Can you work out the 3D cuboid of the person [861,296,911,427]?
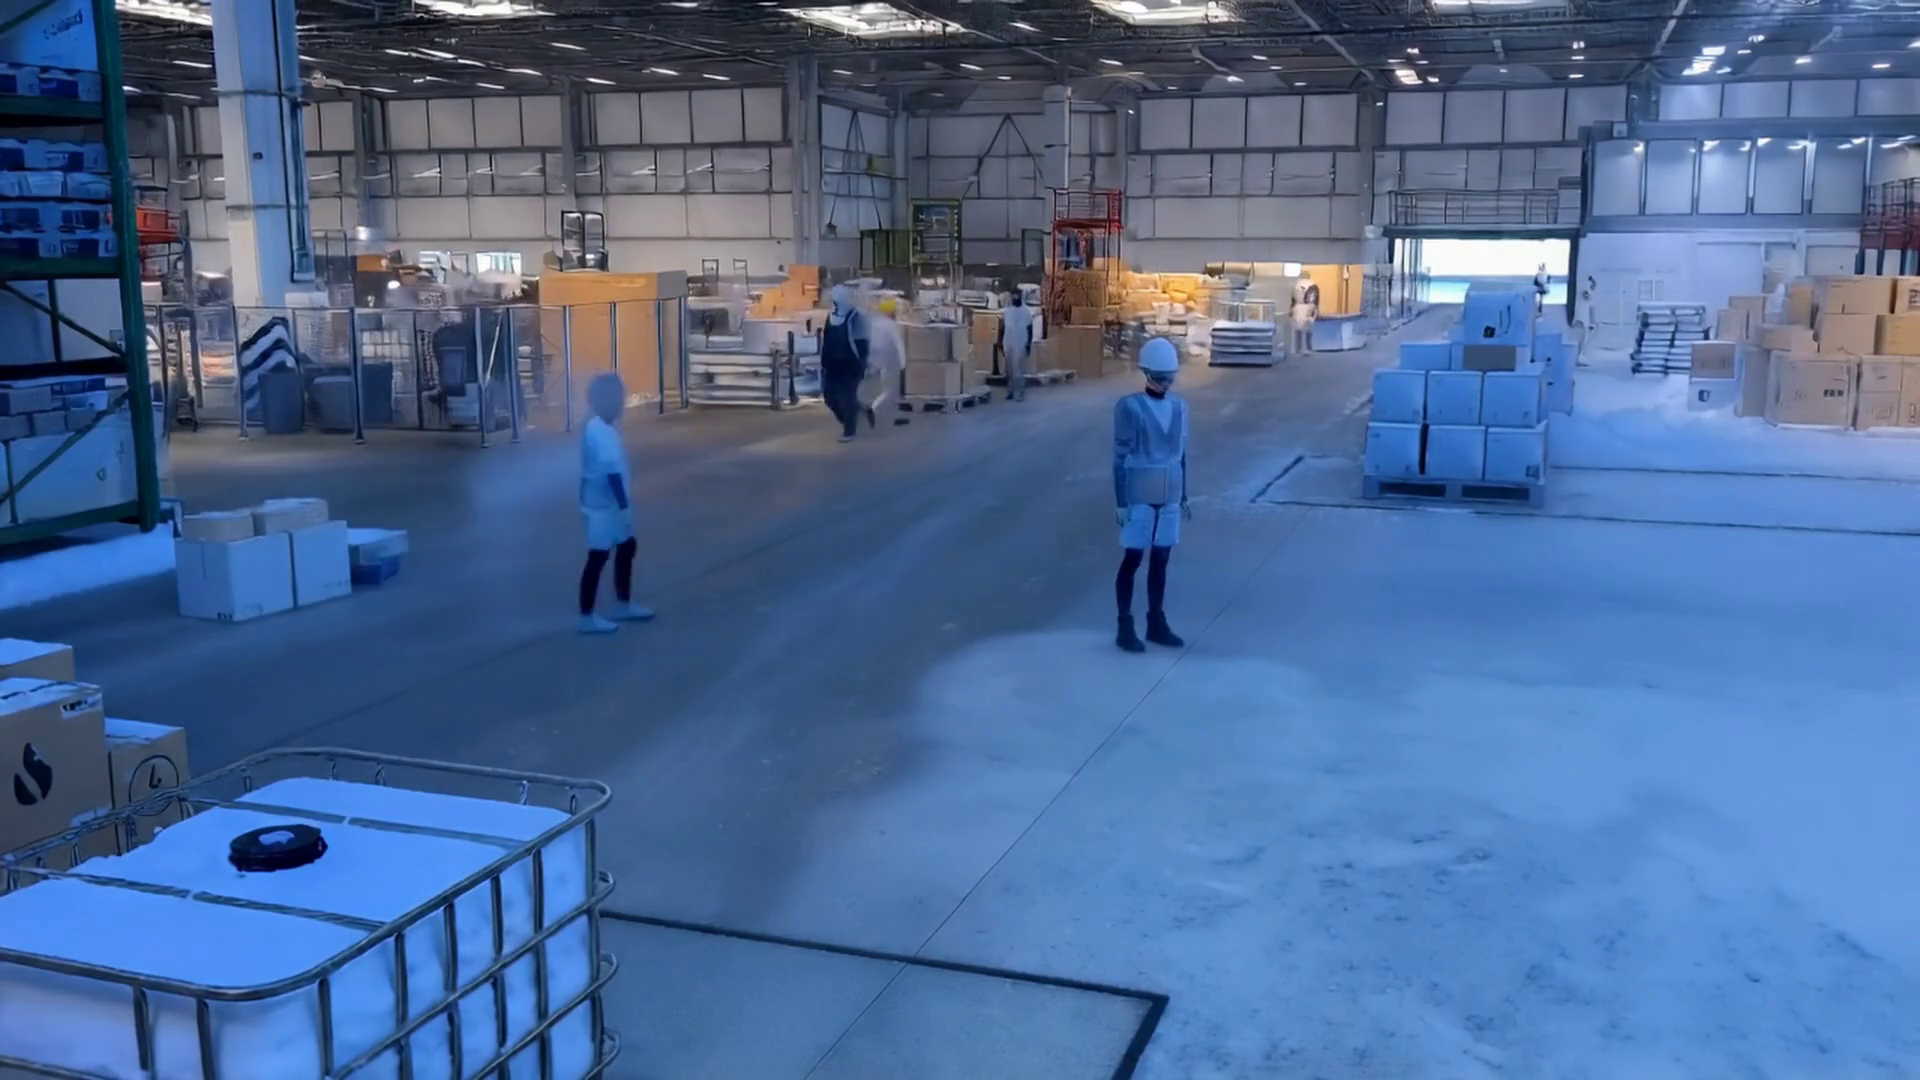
[{"bbox_3d":[-1.023,-2.439,22.843,0.822,1.808,0.595,-7,12,-36],"label":"person"}]

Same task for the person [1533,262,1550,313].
[{"bbox_3d":[21.349,-9.266,61.085,0.602,1.872,0.412,3,11,18],"label":"person"}]

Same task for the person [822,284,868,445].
[{"bbox_3d":[-1.471,-2.219,20.931,0.693,2.000,0.585,7,13,36],"label":"person"}]

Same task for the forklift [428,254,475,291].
[{"bbox_3d":[-20.133,-10.254,65.465,1.157,1.987,2.680,3,11,19],"label":"forklift"}]

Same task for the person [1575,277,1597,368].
[{"bbox_3d":[12.835,-4.451,34.031,0.328,1.861,0.500,-2,10,-10],"label":"person"}]

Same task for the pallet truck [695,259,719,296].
[{"bbox_3d":[-9.165,-9.627,62.776,0.823,1.965,1.885,4,11,23],"label":"pallet truck"}]

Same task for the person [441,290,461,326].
[{"bbox_3d":[-9.563,-3.840,31.137,0.854,1.648,0.553,4,11,21],"label":"person"}]

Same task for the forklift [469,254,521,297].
[{"bbox_3d":[-17.990,-10.121,64.684,1.157,1.987,2.680,3,11,17],"label":"forklift"}]

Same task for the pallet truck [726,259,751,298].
[{"bbox_3d":[-7.986,-9.493,62.019,0.823,1.965,1.885,3,11,17],"label":"pallet truck"}]

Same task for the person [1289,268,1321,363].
[{"bbox_3d":[7.364,-4.780,35.422,0.642,2.018,0.664,4,11,24],"label":"person"}]

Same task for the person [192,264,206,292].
[{"bbox_3d":[-27.255,-8.931,59.393,0.599,1.812,0.700,-3,11,-17],"label":"person"}]

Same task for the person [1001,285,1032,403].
[{"bbox_3d":[0.899,-3.116,26.484,0.534,1.864,0.309,5,11,28],"label":"person"}]

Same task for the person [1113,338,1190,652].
[{"bbox_3d":[1.204,-0.275,10.273,0.549,1.936,0.377,-6,11,-29],"label":"person"}]

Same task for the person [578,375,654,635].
[{"bbox_3d":[-2.208,-0.223,10.720,0.637,1.671,0.553,-3,11,-17],"label":"person"}]
